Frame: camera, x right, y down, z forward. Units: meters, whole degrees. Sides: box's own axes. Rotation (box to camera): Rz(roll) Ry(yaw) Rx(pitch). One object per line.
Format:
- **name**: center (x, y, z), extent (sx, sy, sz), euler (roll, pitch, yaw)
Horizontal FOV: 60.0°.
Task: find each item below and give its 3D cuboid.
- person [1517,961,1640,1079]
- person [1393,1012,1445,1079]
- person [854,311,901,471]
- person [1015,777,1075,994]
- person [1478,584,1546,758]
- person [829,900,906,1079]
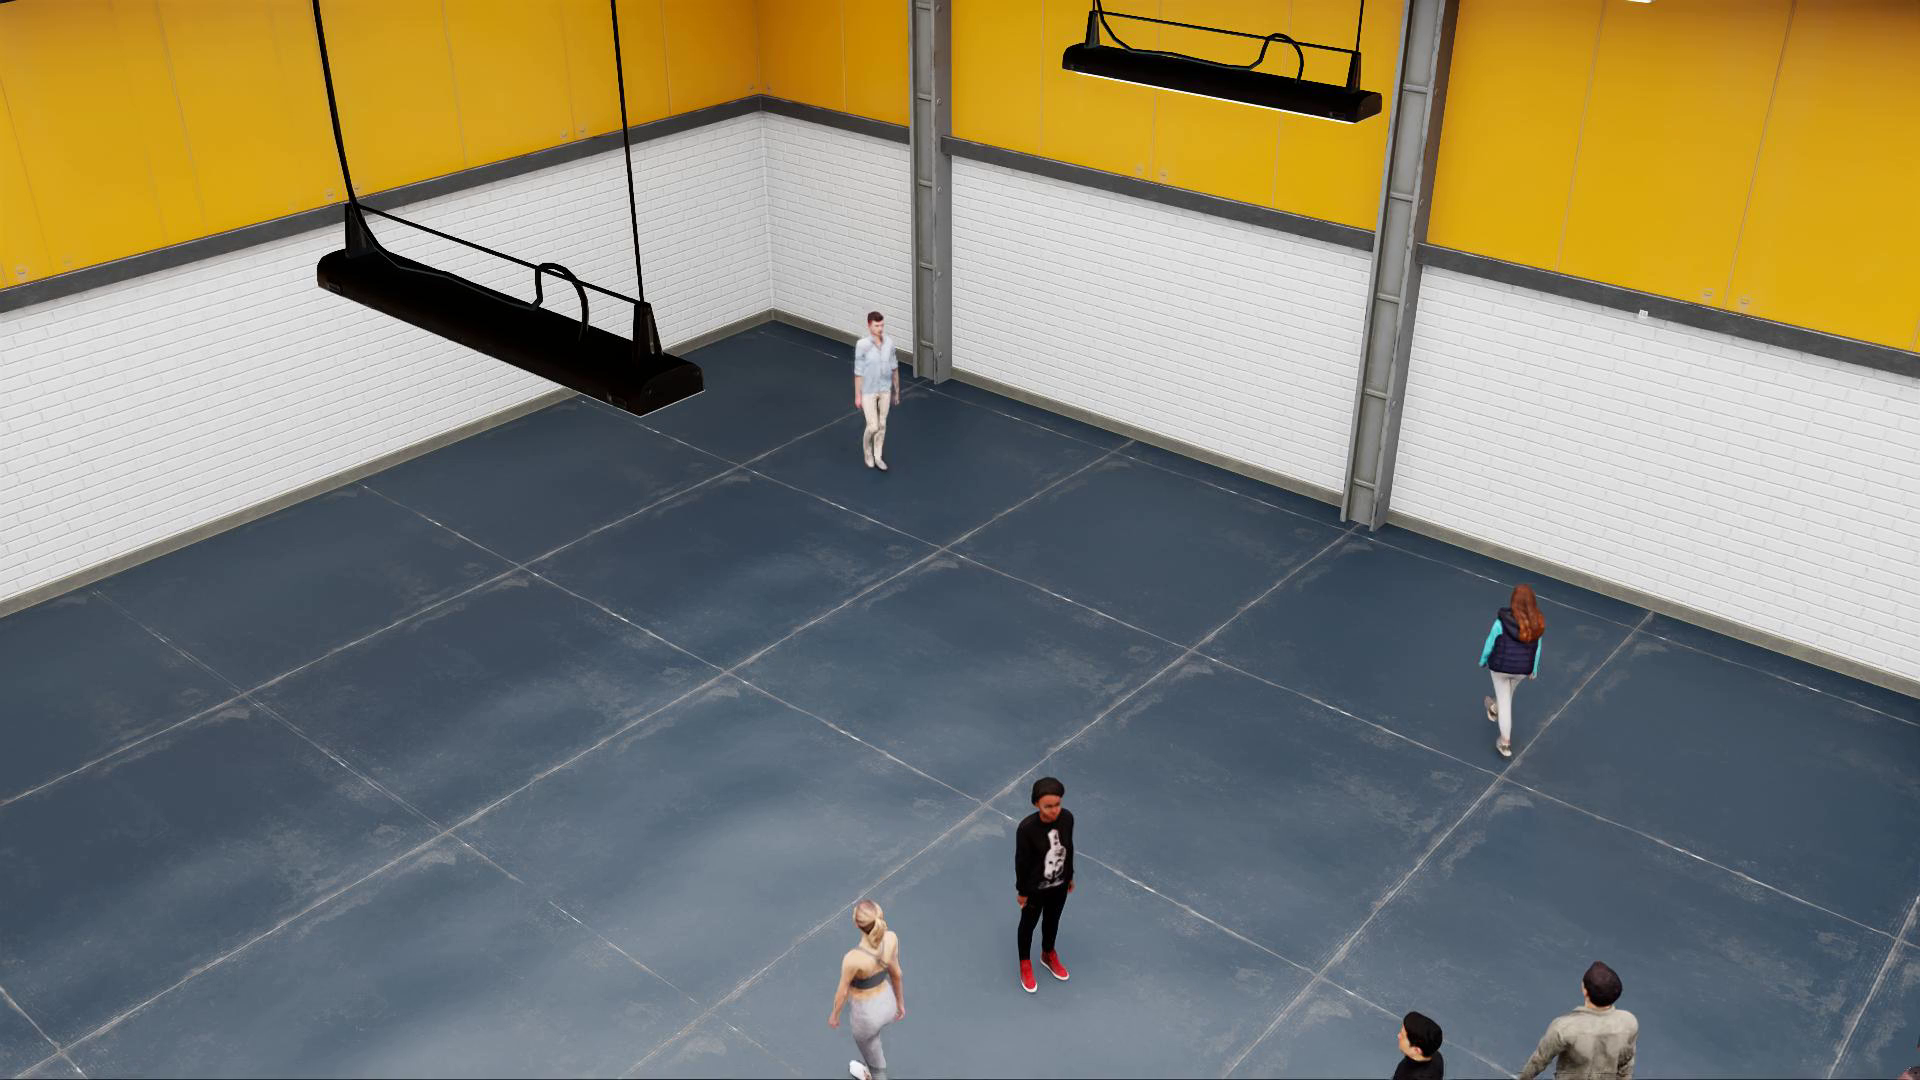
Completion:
- **person**: center (3.510, 3.234, 9.313), extent (1.135, 1.823, 1.241), euler (-5, 29, -8)
- **person**: center (2.558, 3.341, 9.241), extent (0.992, 1.705, 0.822), euler (12, 31, 20)
- **person**: center (-0.963, -1.665, 18.276), extent (0.759, 1.840, 0.756), euler (-15, 32, -26)
- **person**: center (0.567, 2.290, 11.200), extent (0.667, 1.674, 0.656), euler (-13, 31, -22)
- **person**: center (4.529, 1.085, 13.634), extent (0.974, 1.458, 1.011), euler (-1, 29, -2)
- **person**: center (-0.476, 2.918, 10.042), extent (0.839, 1.681, 0.598), euler (25, 37, 38)
